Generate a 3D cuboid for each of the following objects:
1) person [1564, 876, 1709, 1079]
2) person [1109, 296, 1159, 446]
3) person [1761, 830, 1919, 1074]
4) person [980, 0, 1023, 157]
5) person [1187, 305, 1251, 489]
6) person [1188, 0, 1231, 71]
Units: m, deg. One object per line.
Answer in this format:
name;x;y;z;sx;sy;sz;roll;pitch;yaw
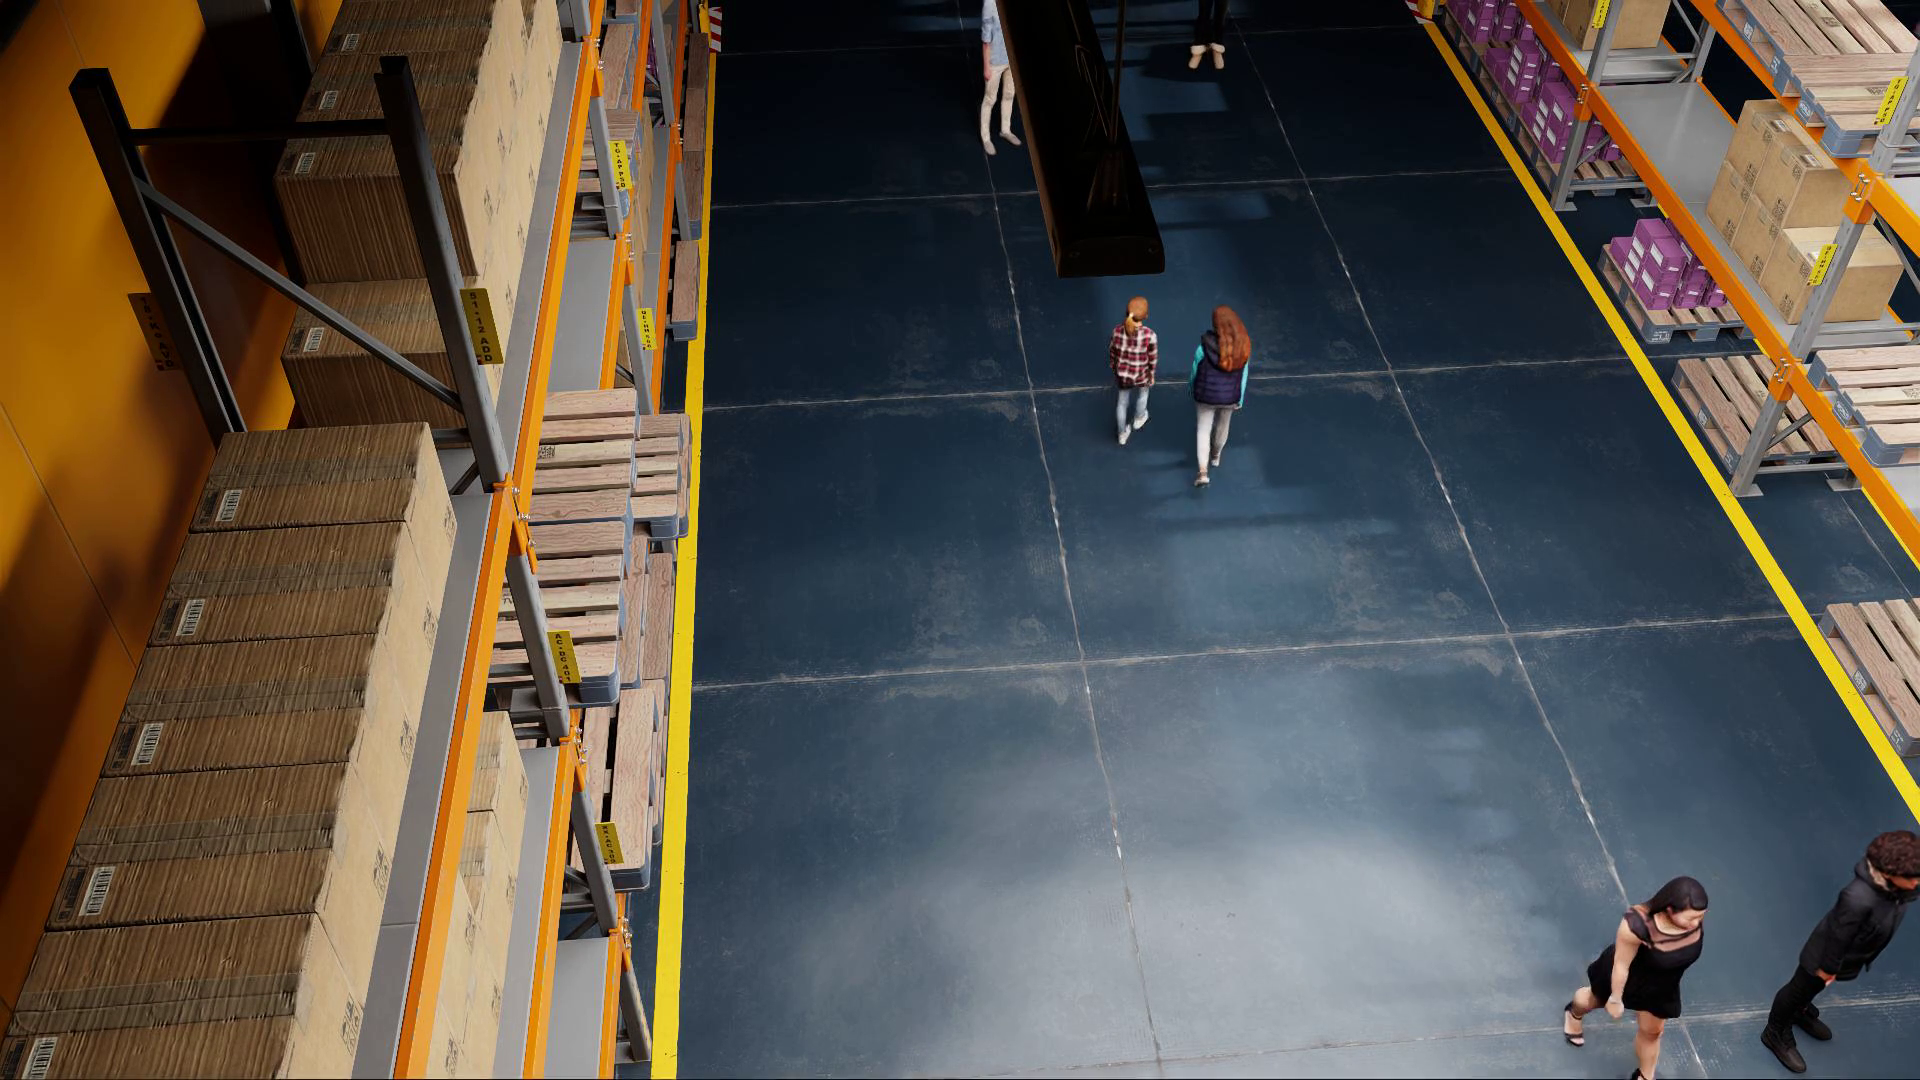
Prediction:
person;3.498;2.220;8.757;0.765;1.689;0.994;-11;45;-11
person;1.300;-1.258;12.694;0.673;1.294;0.747;13;45;14
person;4.662;2.127;8.789;0.723;1.780;0.752;-27;50;-26
person;0.404;-4.587;15.788;0.728;1.847;0.717;-26;49;-24
person;1.905;-1.040;12.330;0.605;1.481;0.883;-1;44;-1
person;2.628;-5.704;17.102;0.765;1.652;0.658;-3;44;-3
